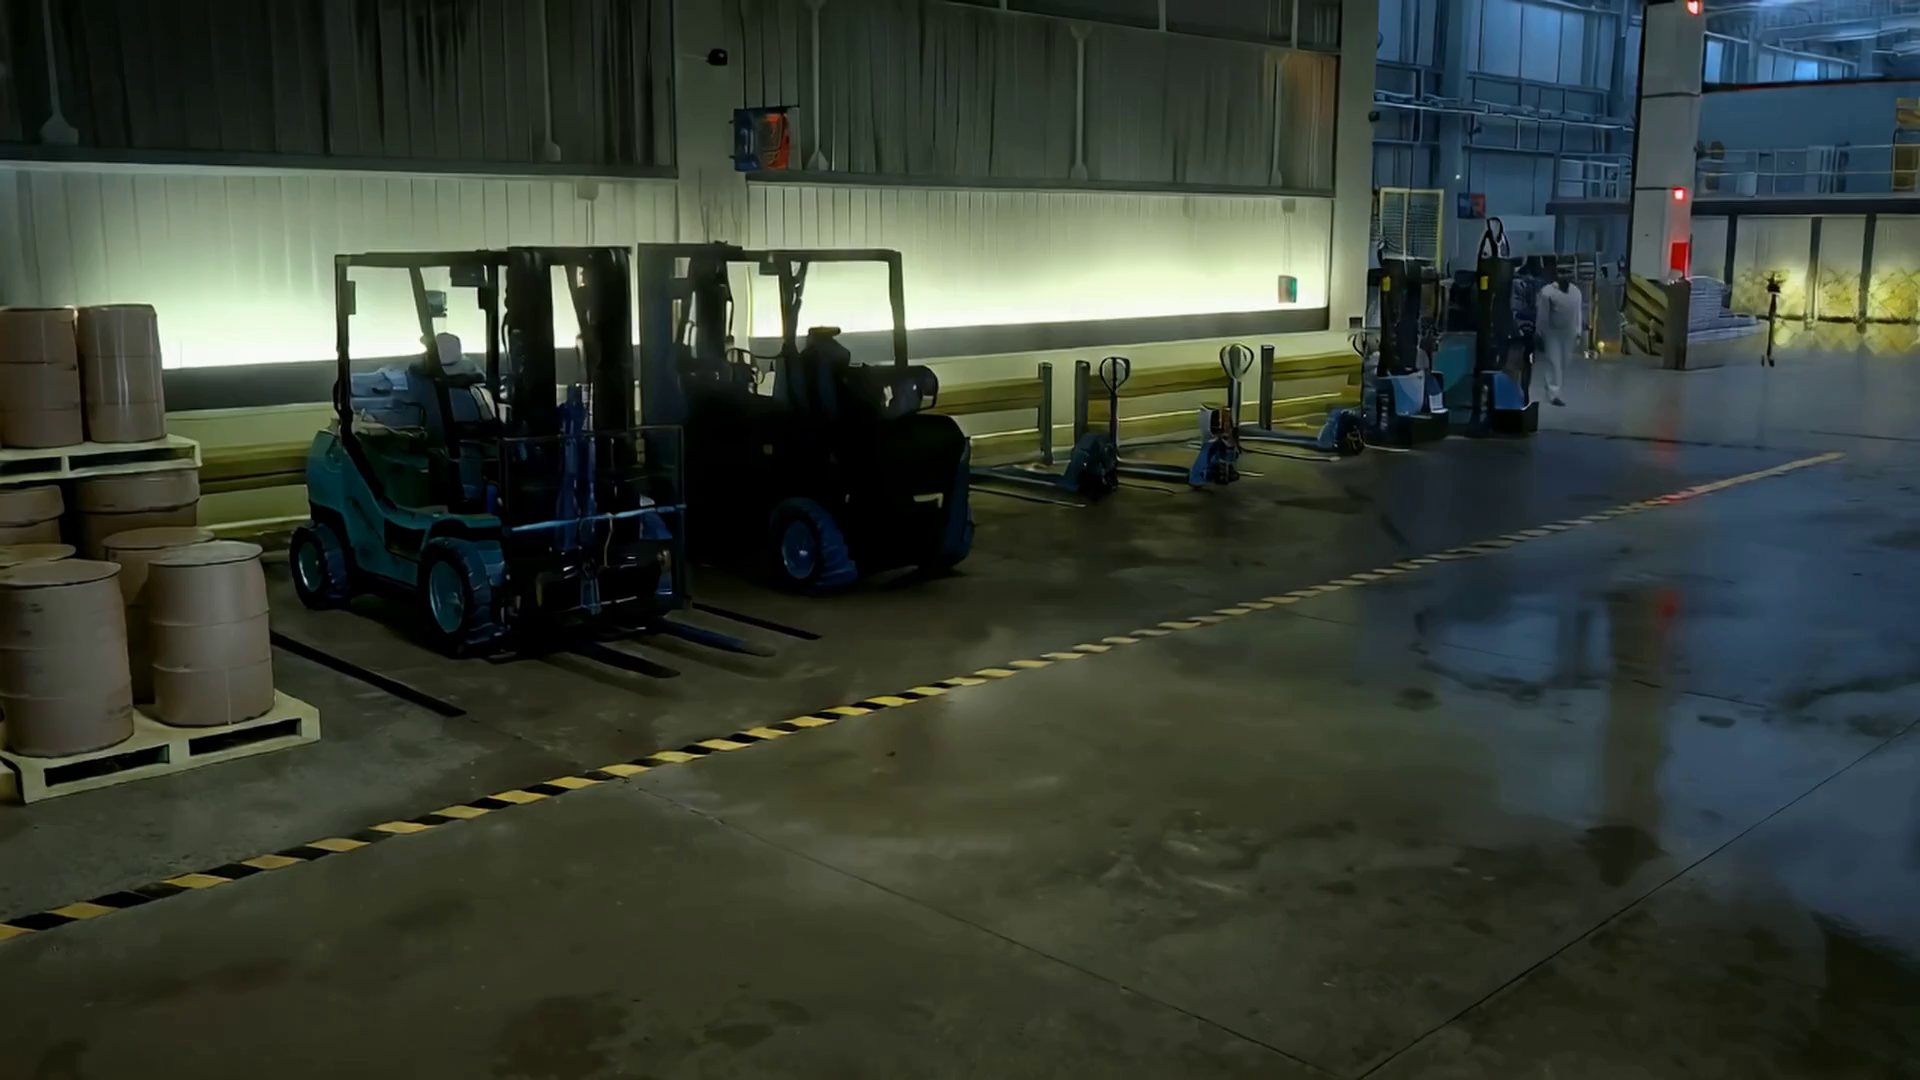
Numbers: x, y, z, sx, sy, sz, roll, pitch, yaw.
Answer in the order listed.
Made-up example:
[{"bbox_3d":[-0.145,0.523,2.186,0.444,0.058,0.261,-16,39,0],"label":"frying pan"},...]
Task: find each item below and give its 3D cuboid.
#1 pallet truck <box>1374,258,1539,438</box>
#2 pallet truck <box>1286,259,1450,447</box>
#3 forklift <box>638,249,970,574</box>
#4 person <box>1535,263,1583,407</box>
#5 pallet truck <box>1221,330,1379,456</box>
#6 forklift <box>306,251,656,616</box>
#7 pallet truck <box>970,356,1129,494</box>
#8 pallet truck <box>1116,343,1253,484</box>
[{"bbox_3d":[5.704,-2.208,18.901,1.885,1.965,0.823,10,14,43],"label":"pallet truck"},{"bbox_3d":[4.493,-2.078,18.196,0.823,1.965,1.885,-9,14,-40],"label":"pallet truck"},{"bbox_3d":[-1.173,-0.958,11.239,2.680,1.987,1.157,10,14,43],"label":"forklift"},{"bbox_3d":[7.908,-2.723,22.034,0.650,1.884,0.787,-2,11,-8],"label":"person"},{"bbox_3d":[3.563,-1.581,17.381,0.653,1.274,1.630,-10,14,-44],"label":"pallet truck"},{"bbox_3d":[-2.833,-0.669,9.694,1.157,1.987,2.680,-10,14,-44],"label":"forklift"},{"bbox_3d":[0.784,-1.085,14.876,0.680,1.201,1.601,-10,14,-44],"label":"pallet truck"},{"bbox_3d":[1.962,-1.215,15.415,1.522,1.261,0.704,10,14,43],"label":"pallet truck"}]
